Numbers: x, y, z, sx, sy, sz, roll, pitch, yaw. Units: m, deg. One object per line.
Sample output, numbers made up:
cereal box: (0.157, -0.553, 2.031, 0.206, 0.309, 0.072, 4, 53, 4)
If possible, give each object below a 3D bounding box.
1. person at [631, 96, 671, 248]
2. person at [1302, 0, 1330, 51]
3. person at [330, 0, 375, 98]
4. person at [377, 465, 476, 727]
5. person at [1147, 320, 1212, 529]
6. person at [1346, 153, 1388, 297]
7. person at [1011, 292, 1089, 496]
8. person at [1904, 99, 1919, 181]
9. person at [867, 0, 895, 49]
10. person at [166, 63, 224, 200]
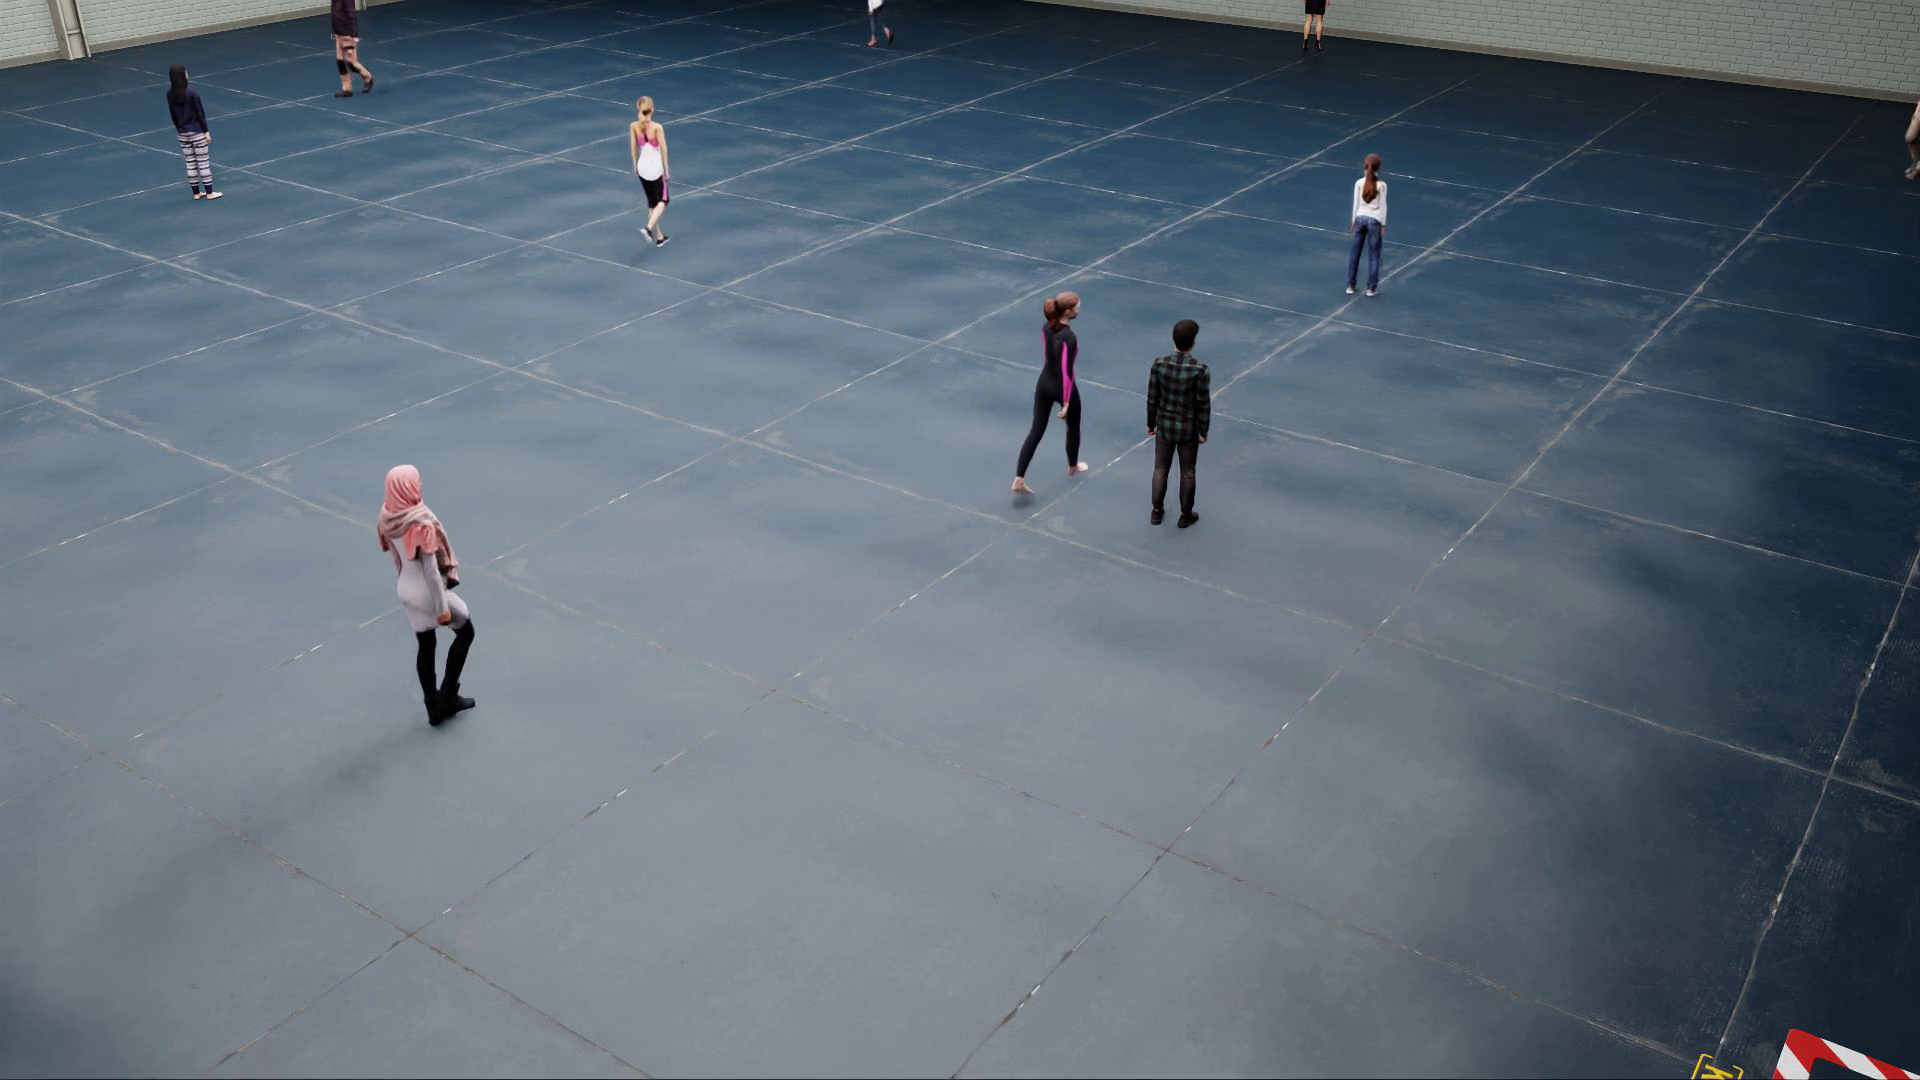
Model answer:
person: (-3.646, -4.275, 19.493, 0.766, 1.779, 0.911, 8, 28, 16)
person: (6.498, -9.839, 30.366, 0.701, 1.717, 0.648, 12, 30, 22)
person: (-9.877, -8.146, 26.862, 0.740, 1.916, 0.883, 20, 33, 34)
person: (-3.412, 0.393, 10.408, 0.647, 1.797, 0.624, 17, 32, 30)
person: (1.702, -0.921, 13.063, 0.726, 1.715, 0.617, 10, 29, 18)
person: (4.432, -3.441, 18.115, 0.566, 1.558, 0.565, 13, 30, 23)
person: (0.709, -1.155, 13.531, 0.681, 1.691, 1.191, 24, 35, 38)
person: (13.123, -5.707, 22.418, 0.765, 1.648, 0.727, -12, 30, -23)
person: (-1.487, -9.793, 30.572, 0.630, 1.447, 0.756, 15, 31, 26)
person: (-9.938, -5.278, 21.491, 0.678, 1.734, 0.660, 5, 28, 9)
